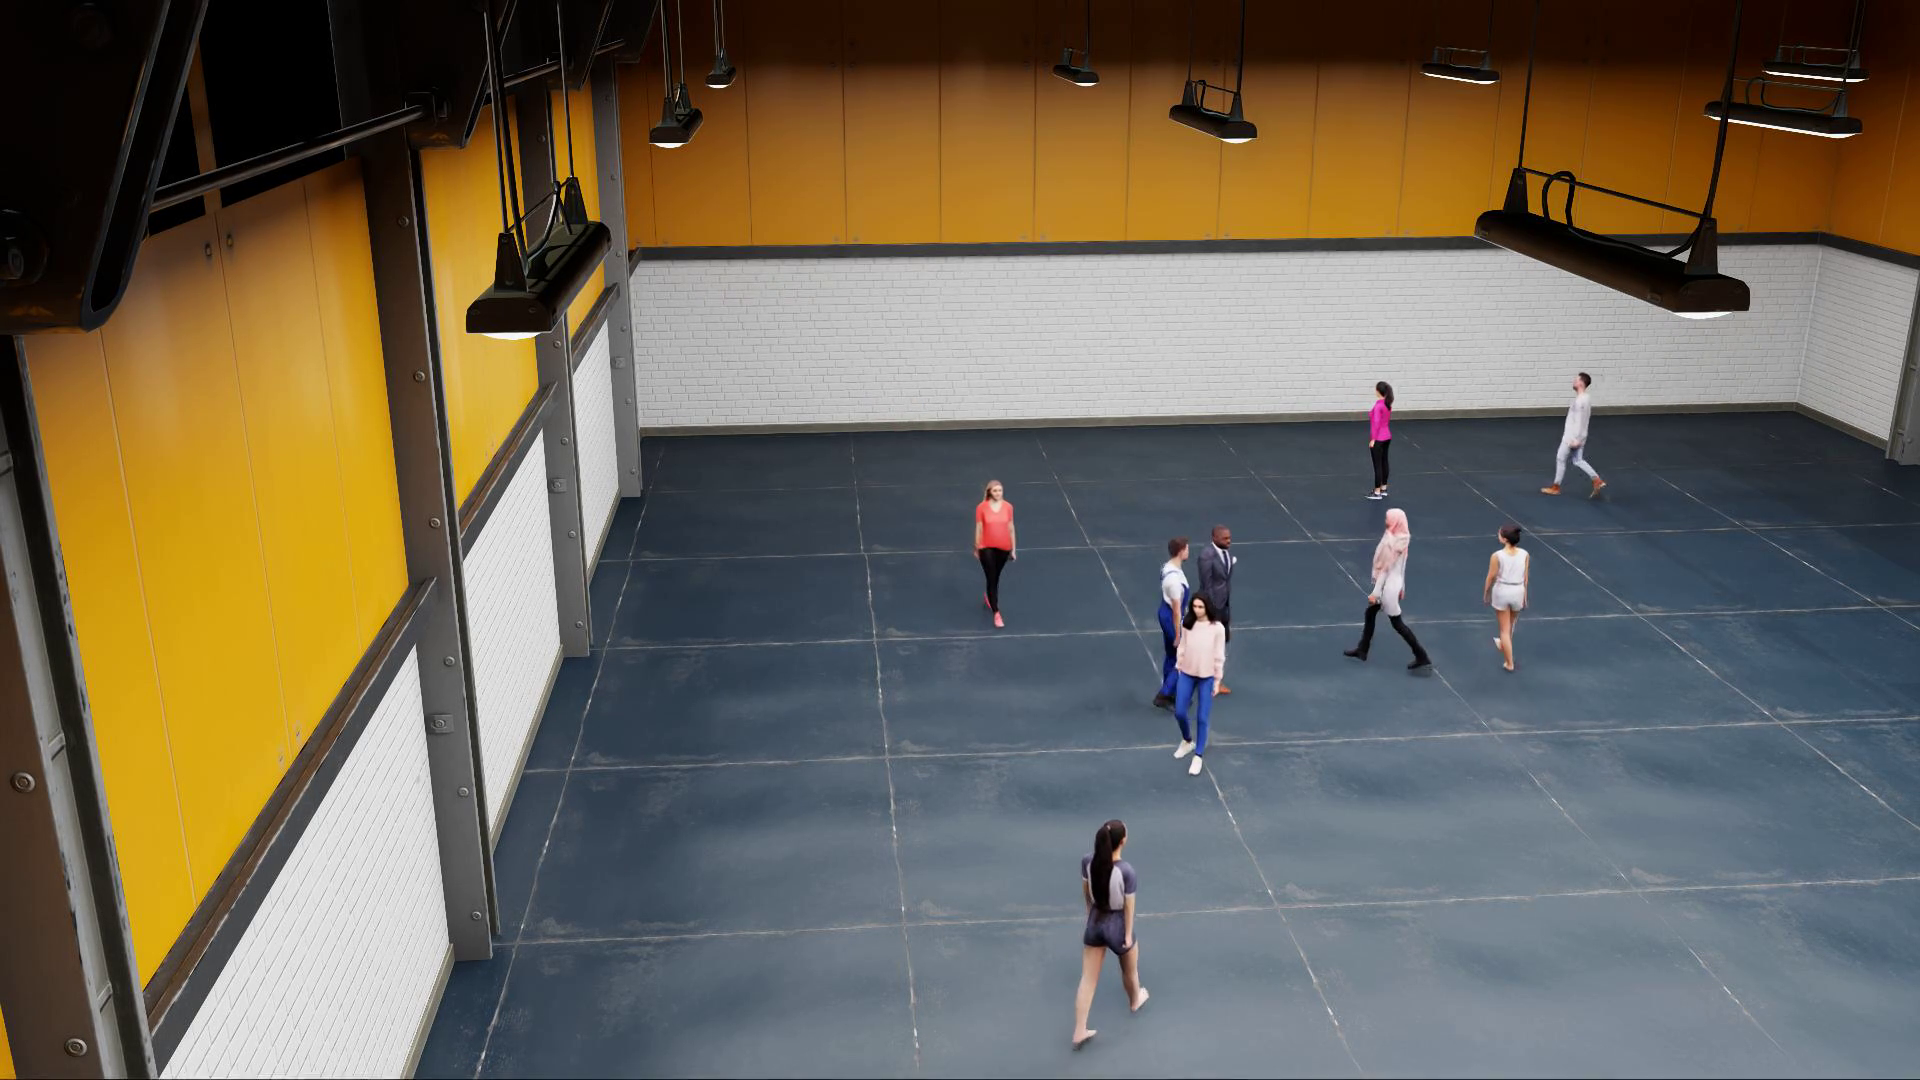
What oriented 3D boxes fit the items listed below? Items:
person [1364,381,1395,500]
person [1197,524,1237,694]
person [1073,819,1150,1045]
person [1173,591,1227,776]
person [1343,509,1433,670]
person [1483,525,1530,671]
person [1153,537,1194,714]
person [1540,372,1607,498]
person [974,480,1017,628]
[{"bbox_3d":[6.007,-1.434,23.707,0.732,1.698,0.674,15,24,38],"label":"person"},{"bbox_3d":[2.570,0.680,17.268,1.038,1.800,0.979,14,23,37],"label":"person"},{"bbox_3d":[0.975,2.740,11.467,0.999,1.599,1.109,13,22,33],"label":"person"},{"bbox_3d":[2.254,1.284,15.533,0.803,1.764,0.851,9,21,26],"label":"person"},{"bbox_3d":[4.652,0.570,17.656,1.114,1.762,1.208,10,21,26],"label":"person"},{"bbox_3d":[5.865,0.632,17.730,0.603,1.597,0.945,0,19,0],"label":"person"},{"bbox_3d":[2.070,0.844,16.729,0.674,1.834,0.625,1,19,2],"label":"person"},{"bbox_3d":[8.827,-1.470,23.627,1.188,1.817,1.155,13,23,34],"label":"person"},{"bbox_3d":[0.371,0.109,19.205,0.761,1.647,1.203,-5,19,-16],"label":"person"}]
